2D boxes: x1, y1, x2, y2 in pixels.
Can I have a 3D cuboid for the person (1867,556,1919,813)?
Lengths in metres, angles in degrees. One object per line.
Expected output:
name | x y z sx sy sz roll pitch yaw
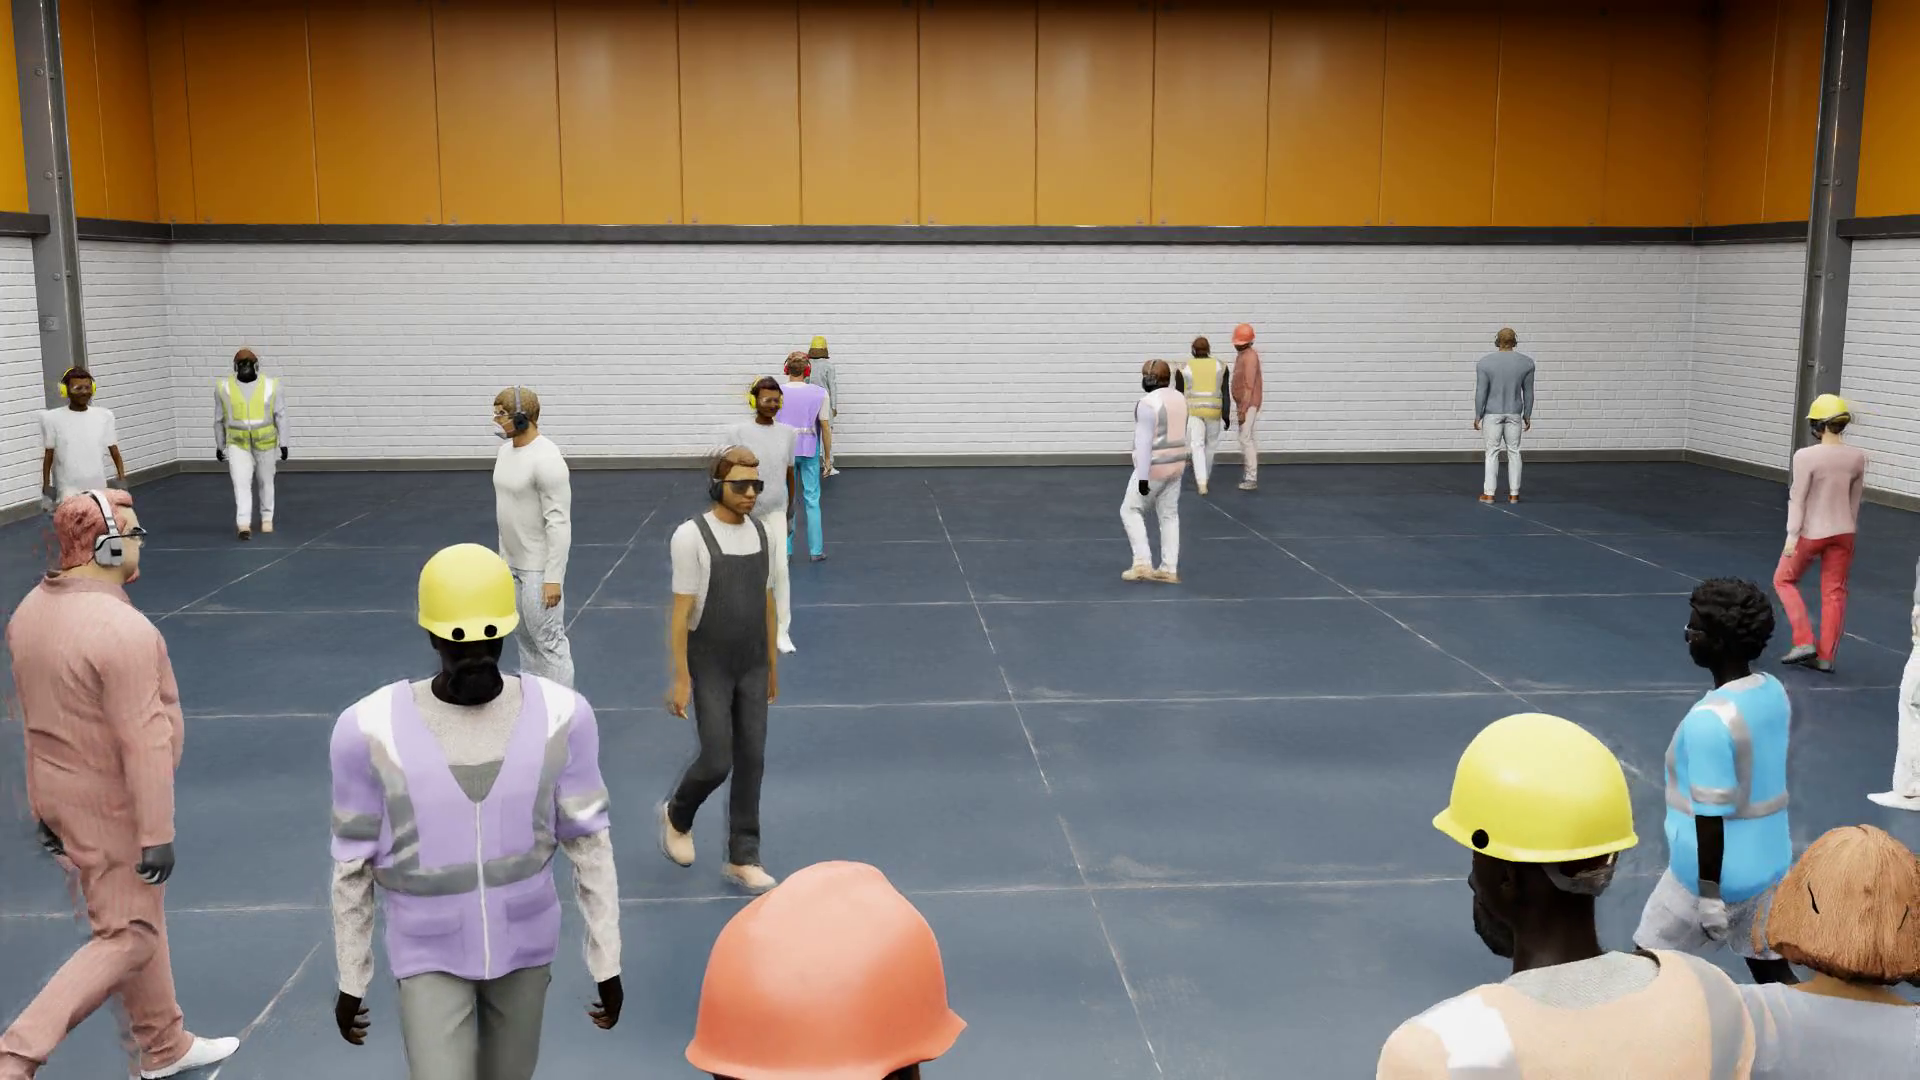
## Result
person | 4.562 0.495 7.562 0.517 1.617 0.606 -5 10 -27

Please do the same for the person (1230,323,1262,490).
person | 3.341 -1.574 19.583 0.391 1.951 0.778 0 9 3

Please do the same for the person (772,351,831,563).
person | -1.406 -0.712 14.435 0.575 1.843 0.375 0 9 0

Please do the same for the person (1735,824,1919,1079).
person | 1.417 1.268 2.736 0.508 1.611 0.641 2 9 11

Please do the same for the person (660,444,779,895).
person | -0.971 0.518 6.760 0.519 1.832 0.546 9 13 44

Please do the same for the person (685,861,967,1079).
person | -0.130 1.275 1.690 0.544 1.933 0.376 1 9 6

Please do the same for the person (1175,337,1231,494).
person | 2.791 -1.448 19.254 0.635 1.777 0.999 0 9 0

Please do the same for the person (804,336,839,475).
person | -1.758 -1.680 20.839 0.486 1.744 0.294 3 10 19

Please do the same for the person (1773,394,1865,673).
person | 5.412 -0.041 10.495 0.554 1.748 0.407 -2 9 -13

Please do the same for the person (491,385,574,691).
person | -2.250 0.154 8.724 0.378 1.937 0.628 -7 12 -38

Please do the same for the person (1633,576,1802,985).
person | 2.231 0.929 4.709 0.523 1.664 0.855 -7 12 -38

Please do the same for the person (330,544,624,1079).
person | -1.061 0.959 3.746 0.623 1.901 0.750 -5 10 -27

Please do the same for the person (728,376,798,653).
person | -1.350 -0.205 11.291 0.515 1.840 0.909 -3 10 -19

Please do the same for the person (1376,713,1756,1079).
person | 0.836 1.192 2.273 0.603 1.911 0.635 -3 10 -21

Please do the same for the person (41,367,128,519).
person | -6.411 -0.351 12.248 0.552 1.821 0.929 -9 13 -44

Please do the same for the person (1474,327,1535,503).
person | 5.953 -1.361 18.226 0.635 1.936 0.352 1 9 4

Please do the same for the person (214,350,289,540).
person | -6.756 -0.914 15.877 0.670 1.792 0.962 -3 10 -20

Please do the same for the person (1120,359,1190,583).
person | 1.570 -0.554 13.508 0.528 1.826 0.647 8 12 43

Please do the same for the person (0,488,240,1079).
person | -2.566 0.792 4.880 0.656 1.886 0.801 7 12 38
